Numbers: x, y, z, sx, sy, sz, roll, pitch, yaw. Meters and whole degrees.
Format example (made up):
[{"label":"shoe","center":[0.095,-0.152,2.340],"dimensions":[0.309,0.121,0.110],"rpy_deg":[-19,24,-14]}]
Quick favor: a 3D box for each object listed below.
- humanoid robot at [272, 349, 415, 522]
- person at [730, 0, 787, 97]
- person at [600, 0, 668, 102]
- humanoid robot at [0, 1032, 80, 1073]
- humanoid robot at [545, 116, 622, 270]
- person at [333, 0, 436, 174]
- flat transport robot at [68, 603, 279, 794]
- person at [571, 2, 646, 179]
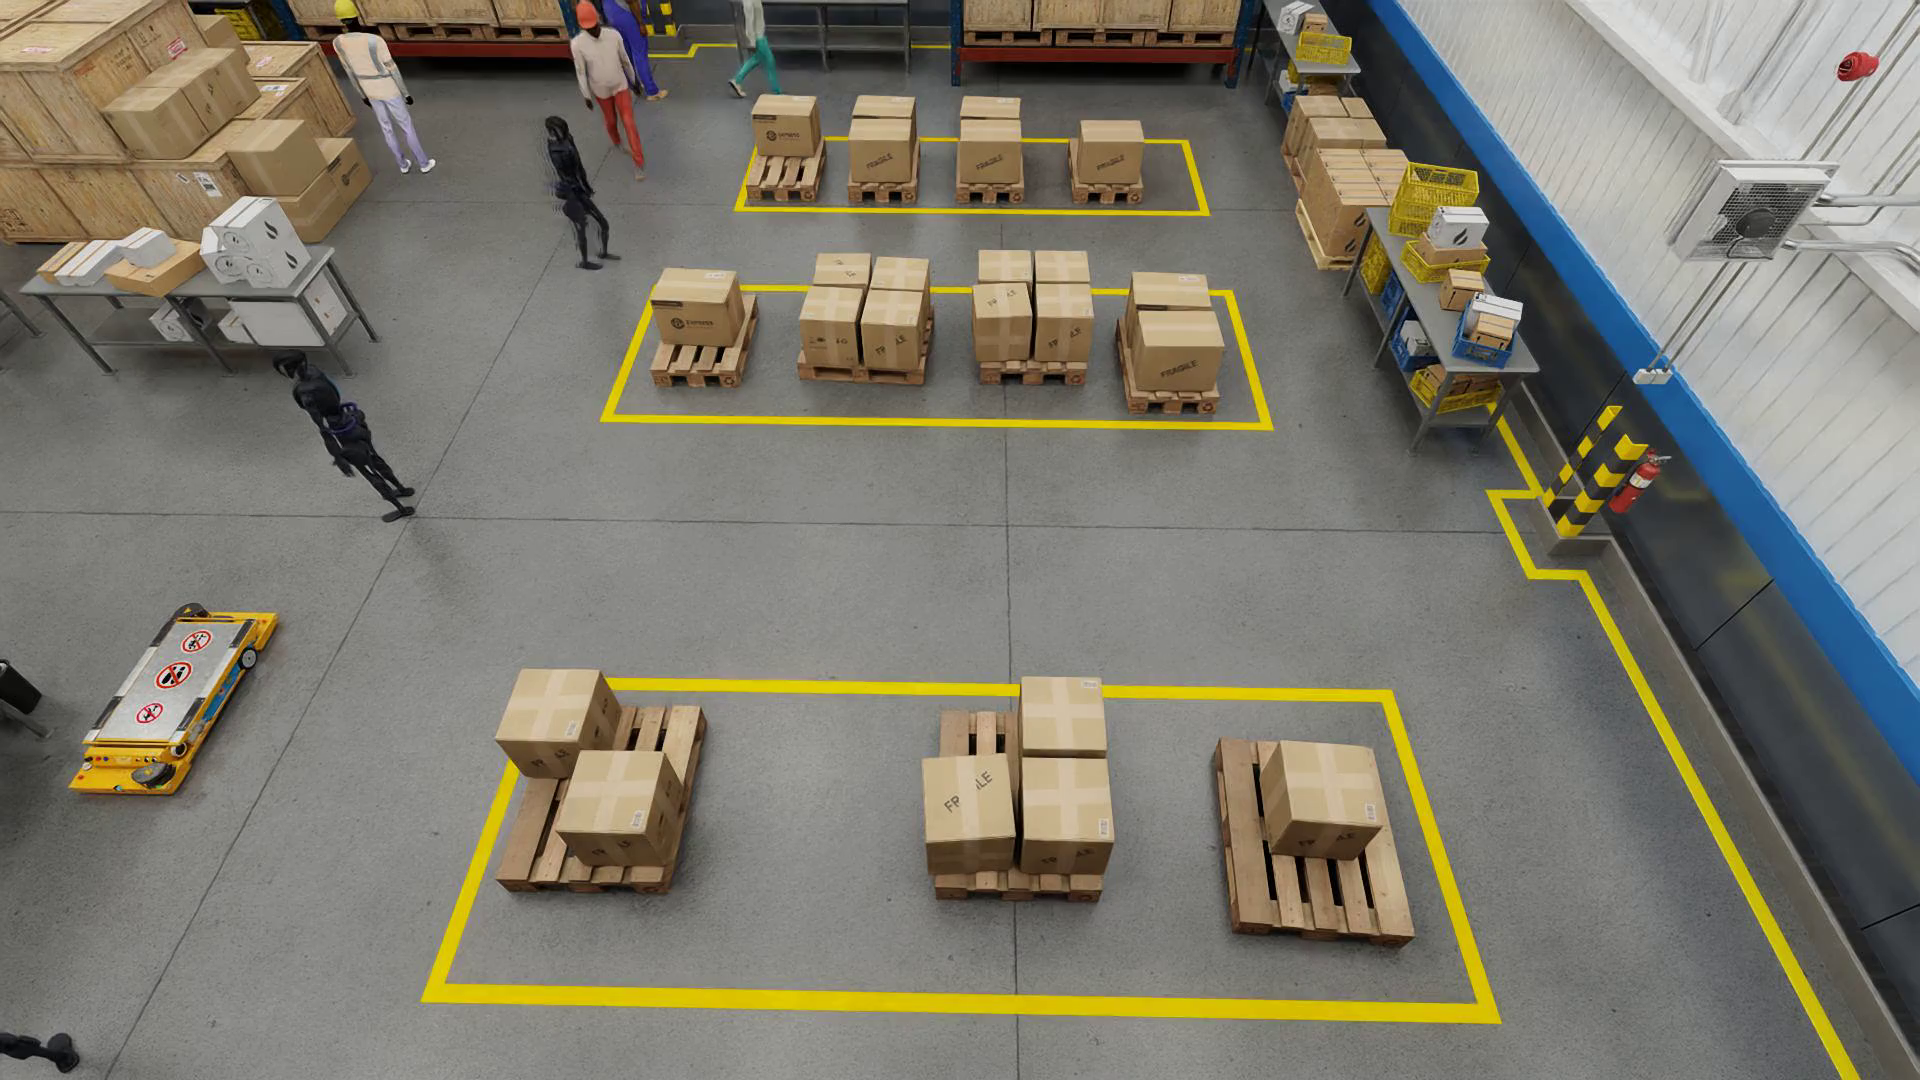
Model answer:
[{"label":"humanoid robot","center":[-4.782,-0.816,7.136],"dimensions":[0.323,1.657,0.575],"rpy_deg":[-16,52,-13]},{"label":"person","center":[-2.719,-6.655,12.032],"dimensions":[0.784,1.739,0.521],"rpy_deg":[-8,50,-6]},{"label":"person","center":[-4.347,-6.870,12.021],"dimensions":[0.674,2.000,0.536],"rpy_deg":[28,55,22]},{"label":"humanoid robot","center":[-5.068,2.423,4.384],"dimensions":[0.324,1.657,0.598],"rpy_deg":[20,53,16]},{"label":"humanoid robot","center":[-3.936,-3.558,9.459],"dimensions":[0.532,1.638,0.614],"rpy_deg":[3,50,3]},{"label":"person","center":[-6.783,-5.285,10.763],"dimensions":[0.588,1.920,0.402],"rpy_deg":[-2,50,-2]},{"label":"flat transport robot","center":[-5.504,1.072,6.442],"dimensions":[0.652,0.197,1.431],"rpy_deg":[1,50,1]},{"label":"person","center":[-4.154,-5.375,10.828],"dimensions":[0.675,1.939,0.974],"rpy_deg":[-20,53,-16]}]
